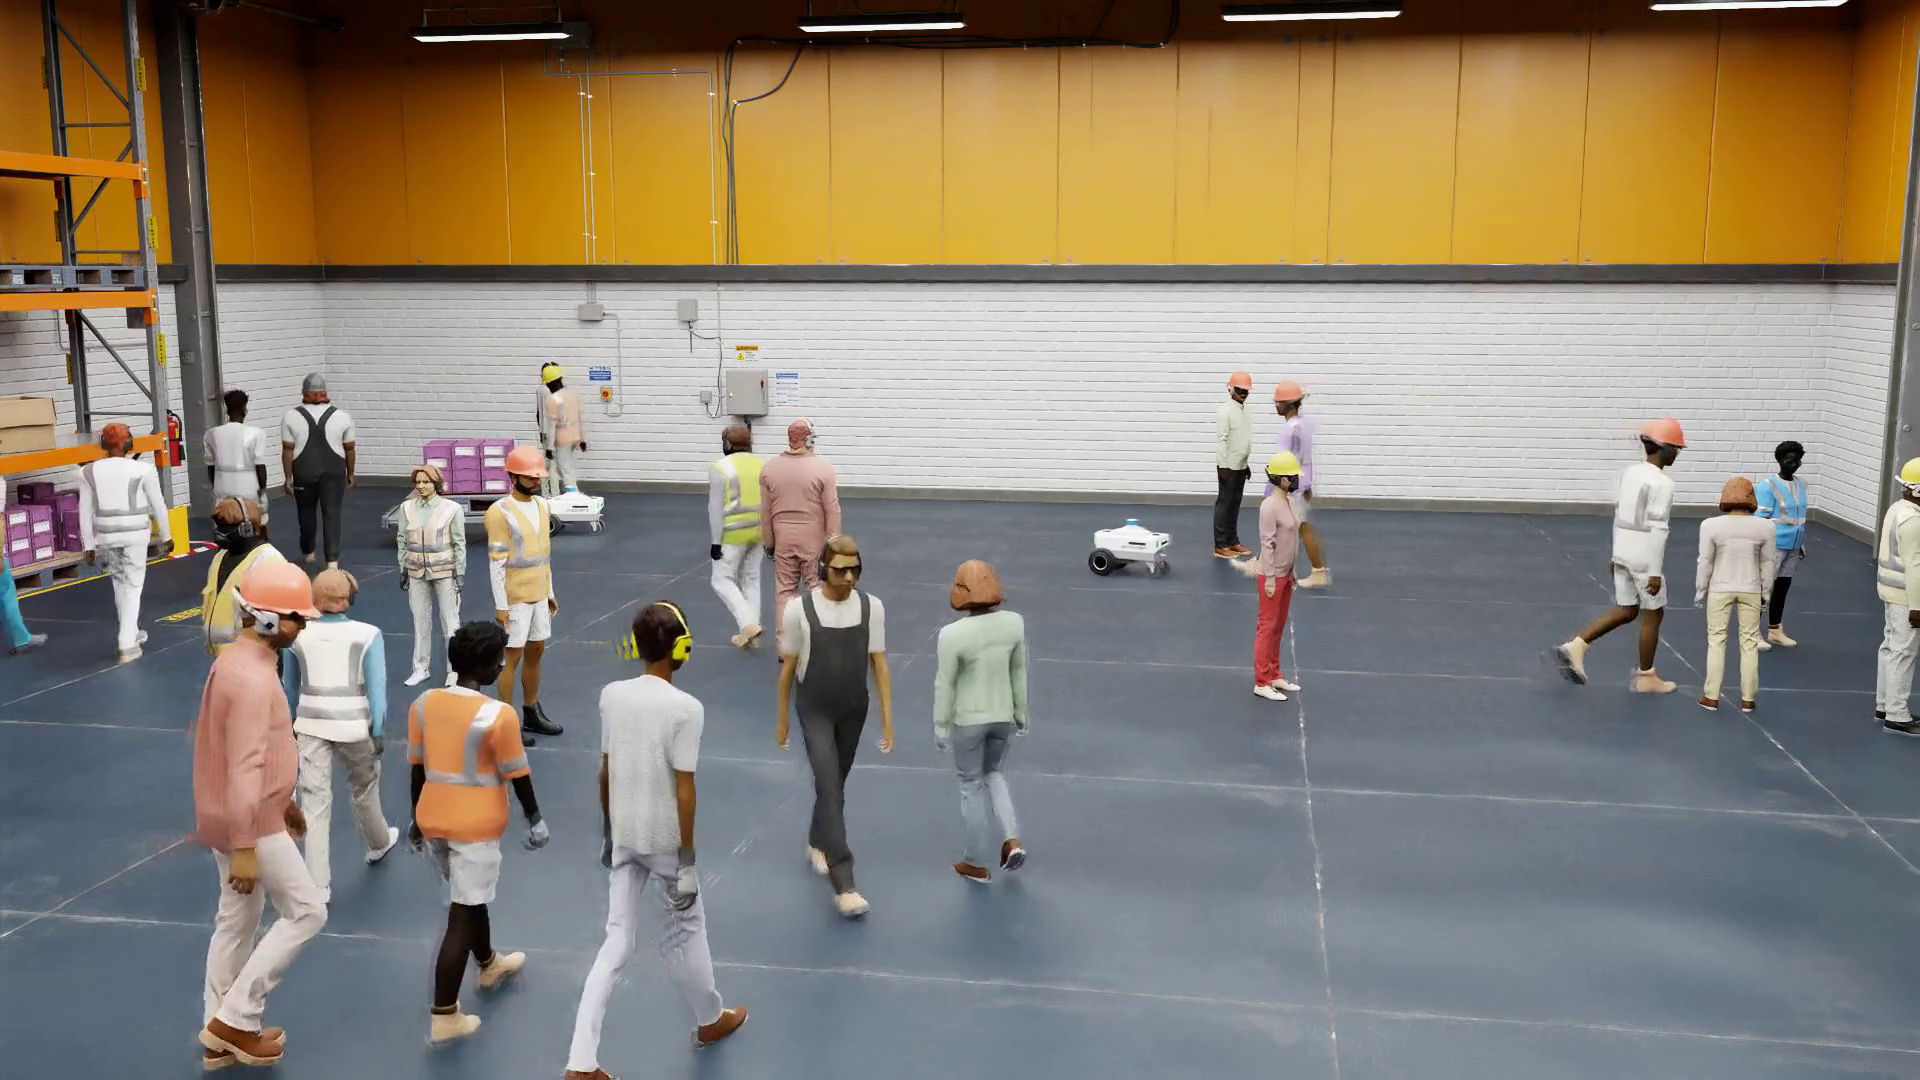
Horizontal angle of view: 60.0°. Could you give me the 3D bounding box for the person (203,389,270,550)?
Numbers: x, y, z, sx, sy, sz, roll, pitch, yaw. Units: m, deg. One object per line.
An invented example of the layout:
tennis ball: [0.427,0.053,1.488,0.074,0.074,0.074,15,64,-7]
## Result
person: [-6.866,-0.482,15.926,0.623,1.911,0.987,0,9,-1]

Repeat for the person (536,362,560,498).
person: [-5.315,-1.385,21.688,0.319,1.871,0.532,-9,13,-44]

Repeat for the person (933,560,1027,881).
person: [0.096,0.899,8.268,0.525,1.619,0.353,-6,11,-33]

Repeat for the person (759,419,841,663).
person: [-1.216,0.015,12.900,0.651,1.904,0.403,3,10,18]

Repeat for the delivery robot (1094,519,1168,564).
delivery robot: [1.720,0.033,16.673,0.707,0.478,0.477,5,10,26]

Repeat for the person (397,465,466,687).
person: [-3.866,0.260,12.195,0.514,1.641,0.309,1,9,7]

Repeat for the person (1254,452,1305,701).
person: [2.287,0.249,11.875,0.316,1.769,0.525,5,10,29]

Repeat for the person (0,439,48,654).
person: [-7.545,0.067,12.911,0.597,1.787,0.934,1,9,6]

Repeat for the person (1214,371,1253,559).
person: [2.933,-0.805,17.716,0.391,1.991,0.613,7,11,37]

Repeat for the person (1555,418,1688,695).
person: [4.759,0.127,11.880,0.784,2.013,0.628,-1,9,-6]

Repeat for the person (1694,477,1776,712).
person: [5.346,0.376,11.497,0.497,1.633,0.278,2,9,15]

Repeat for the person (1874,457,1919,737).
person: [6.264,0.364,10.952,0.404,1.833,0.590,3,10,19]

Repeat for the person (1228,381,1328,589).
person: [3.091,-0.527,15.990,1.050,1.984,0.639,4,10,26]

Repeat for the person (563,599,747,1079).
person: [-1.195,1.145,6.244,0.546,1.814,0.975,4,10,25]

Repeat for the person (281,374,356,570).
person: [-6.575,-0.725,17.067,0.708,2.000,0.995,-4,10,-23]

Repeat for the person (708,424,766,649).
person: [-1.733,-0.012,13.358,0.524,1.817,0.646,8,12,41]

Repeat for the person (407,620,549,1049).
person: [-1.928,1.136,6.710,0.548,1.651,0.803,5,11,30]

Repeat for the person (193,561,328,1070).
person: [-2.623,1.061,6.238,0.545,1.956,0.685,-6,11,-31]

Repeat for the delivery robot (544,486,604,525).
delivery robot: [-4.485,-0.377,19.214,0.707,0.478,0.477,-1,9,-4]

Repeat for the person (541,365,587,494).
person: [-4.938,-1.234,20.704,0.422,1.883,0.651,3,10,19]

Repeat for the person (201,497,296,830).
person: [-3.824,0.682,8.958,0.624,1.844,0.430,7,12,38]

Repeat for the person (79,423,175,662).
person: [-6.576,-0.009,13.194,0.579,1.850,0.834,-1,9,-4]

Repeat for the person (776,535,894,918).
person: [-0.618,0.851,8.090,0.530,1.793,0.958,-4,10,-25]

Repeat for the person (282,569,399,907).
person: [-3.054,0.929,8.168,0.536,1.583,0.871,-1,9,-3]

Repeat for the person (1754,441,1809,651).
person: [6.593,0.040,13.371,0.540,1.698,0.317,-4,10,-24]

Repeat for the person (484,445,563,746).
person: [-2.784,0.349,10.729,0.377,1.932,0.552,4,10,25]
